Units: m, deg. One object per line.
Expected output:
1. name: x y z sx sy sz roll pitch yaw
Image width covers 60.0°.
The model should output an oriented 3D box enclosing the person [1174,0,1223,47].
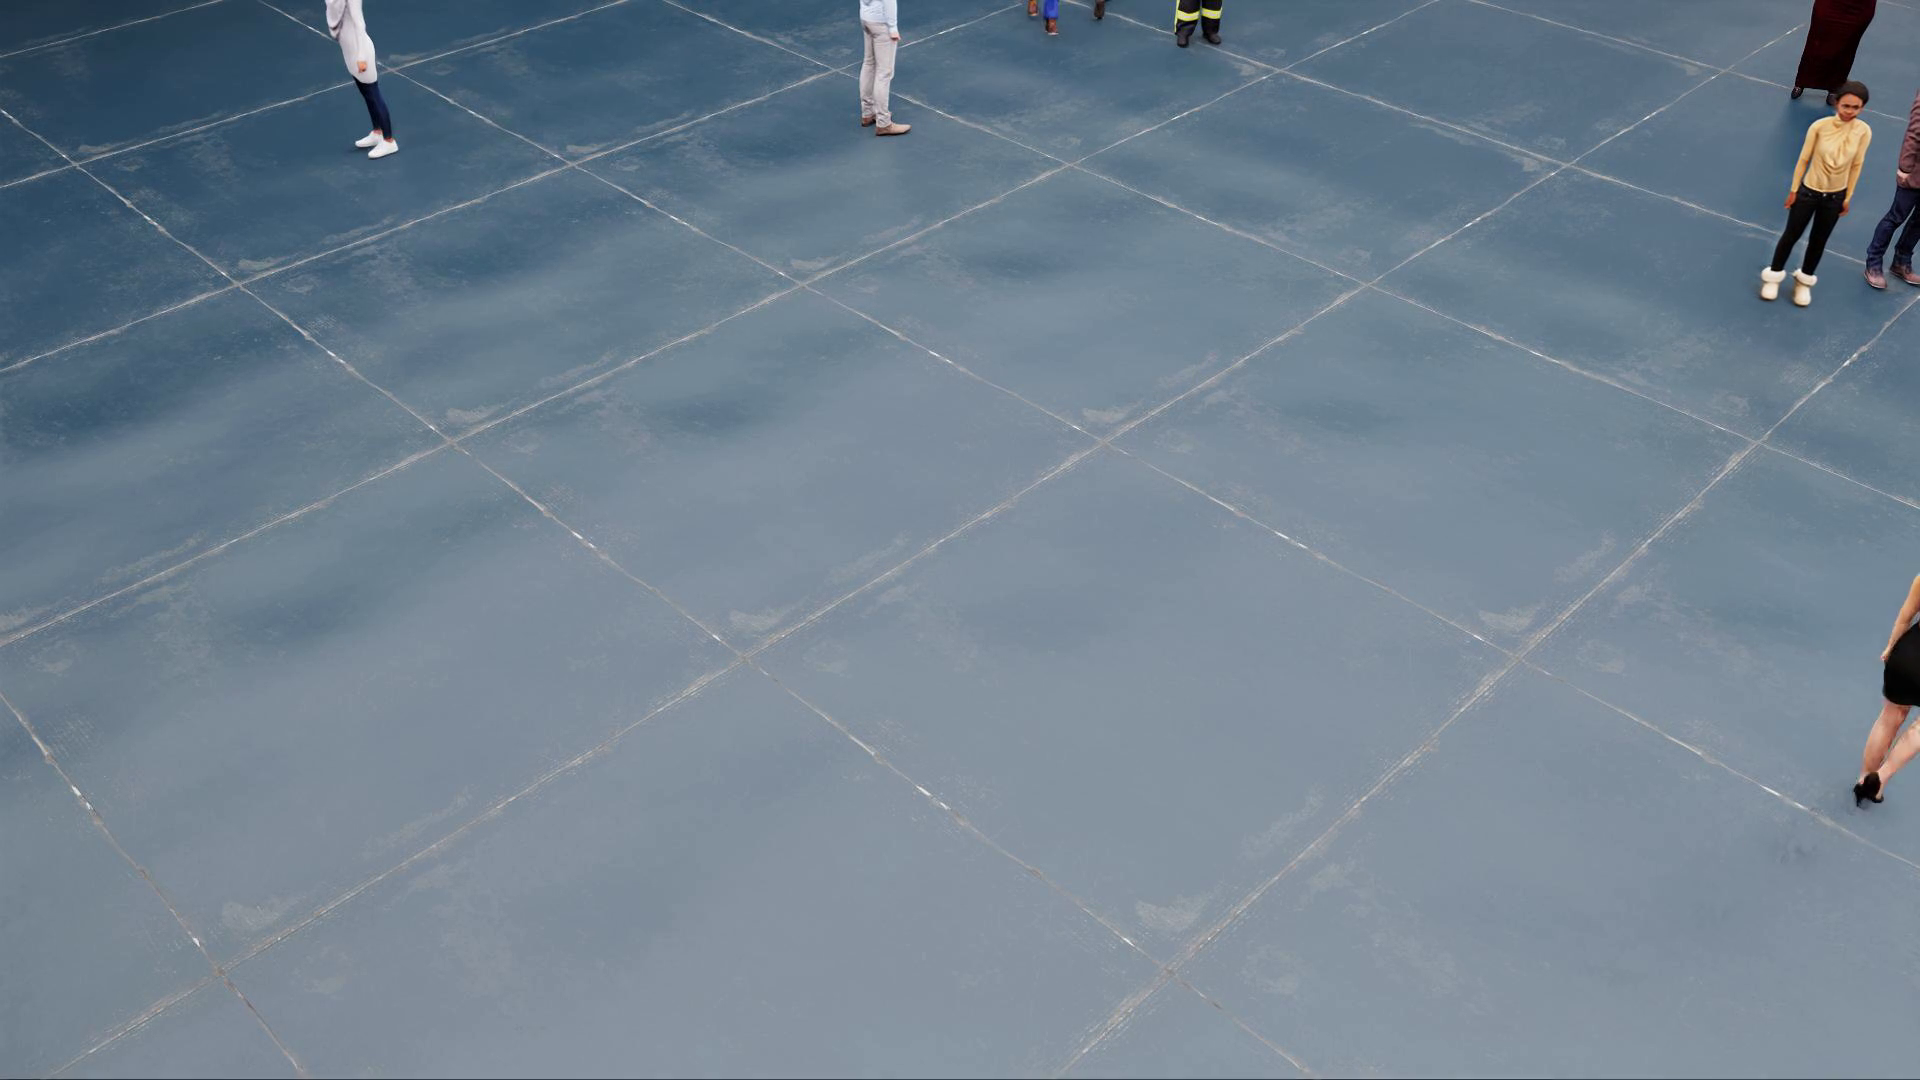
1. person: 2.369 -5.739 15.881 0.837 1.977 0.928 -4 37 -5

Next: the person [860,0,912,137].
1. person: -0.698 -4.430 14.229 0.681 1.893 0.737 -18 41 -22

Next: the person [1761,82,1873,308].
1. person: 6.134 -2.475 11.850 0.662 1.659 0.683 10 38 12

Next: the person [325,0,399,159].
1. person: -5.021 -4.085 13.872 0.592 1.775 0.652 -23 43 -27

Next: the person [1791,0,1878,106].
1. person: 7.861 -4.751 14.765 0.731 1.756 0.706 19 41 23

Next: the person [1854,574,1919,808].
1. person: 4.441 0.656 7.748 0.625 1.640 0.634 -22 42 -26

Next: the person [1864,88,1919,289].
1. person: 7.017 -2.721 12.018 0.839 1.848 0.939 -7 38 -9
